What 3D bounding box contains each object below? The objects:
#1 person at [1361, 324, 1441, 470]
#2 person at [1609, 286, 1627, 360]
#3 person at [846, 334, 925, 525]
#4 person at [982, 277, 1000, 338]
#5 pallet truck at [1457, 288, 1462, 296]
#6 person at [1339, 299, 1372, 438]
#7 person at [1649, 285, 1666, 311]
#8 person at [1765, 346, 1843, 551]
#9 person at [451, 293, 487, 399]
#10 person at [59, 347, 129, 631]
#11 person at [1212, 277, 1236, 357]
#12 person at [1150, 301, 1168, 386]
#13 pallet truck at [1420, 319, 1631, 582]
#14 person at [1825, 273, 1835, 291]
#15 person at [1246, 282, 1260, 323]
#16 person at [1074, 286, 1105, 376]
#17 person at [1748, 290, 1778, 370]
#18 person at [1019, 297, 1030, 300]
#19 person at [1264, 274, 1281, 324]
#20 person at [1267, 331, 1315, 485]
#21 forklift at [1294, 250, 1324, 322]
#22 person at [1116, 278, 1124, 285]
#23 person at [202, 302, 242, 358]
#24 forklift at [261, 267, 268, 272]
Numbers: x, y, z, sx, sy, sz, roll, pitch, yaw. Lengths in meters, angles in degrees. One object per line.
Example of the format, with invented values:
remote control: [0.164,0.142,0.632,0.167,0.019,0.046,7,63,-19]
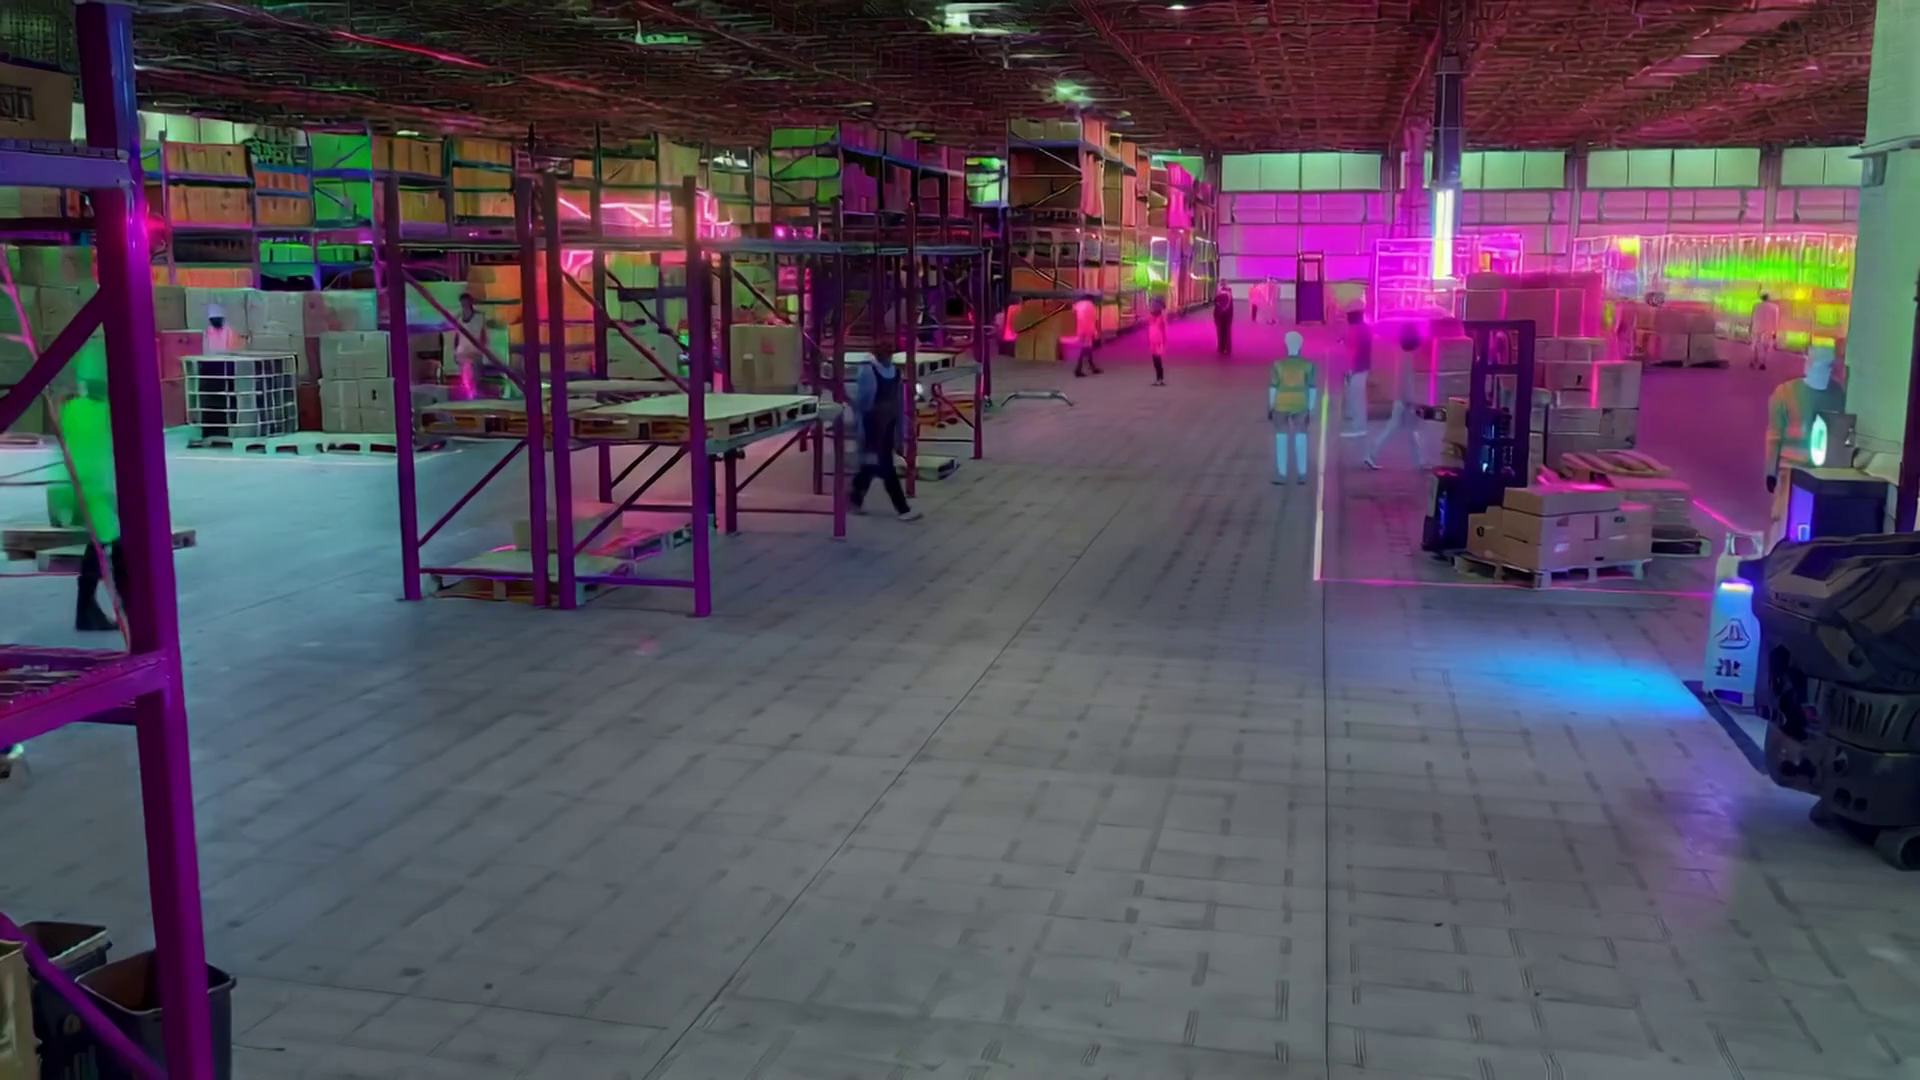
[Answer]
person: [5.168,-1.663,19.472,0.893,1.726,0.538,3,10,15]
person: [14.841,-4.790,37.571,0.414,1.858,0.524,2,10,14]
person: [-0.743,-1.054,15.727,1.018,1.790,0.541,7,12,37]
person: [0.982,-7.342,52.564,0.651,1.906,0.402,-5,11,-28]
pallet truck: [20.506,-9.785,68.819,0.653,1.274,1.630,2,10,12]
person: [5.503,-2.383,23.132,0.382,1.928,0.587,7,12,36]
person: [22.734,-7.502,54.261,0.548,1.640,0.884,2,10,12]
person: [6.249,-0.498,12.231,0.626,1.844,0.429,1,10,6]
person: [-8.042,-3.075,27.260,0.597,1.917,0.378,1,10,6]
person: [-5.562,-0.313,10.946,0.797,1.895,0.696,0,10,2]
person: [6.680,-5.696,42.416,0.535,2.000,0.686,9,13,43]
person: [3.875,-3.850,32.612,0.415,1.666,0.643,-2,10,-12]
pallet truck: [4.543,-0.757,13.299,0.823,1.965,1.885,-4,10,-22]
person: [36.874,-10.363,70.505,0.448,1.891,0.648,5,11,25]
person: [11.454,-9.282,64.986,0.520,1.591,0.858,6,11,31]
person: [2.777,-4.431,35.351,0.944,1.892,0.557,-5,11,-27]
person: [18.110,-4.741,37.518,0.626,1.778,0.933,3,10,18]
person: [2.161,-7.468,53.919,0.535,1.700,0.318,-5,11,-27]
person: [11.927,-9.208,63.518,0.630,1.940,0.372,-1,10,-7]
person: [3.626,-1.443,18.249,0.540,1.695,0.317,-2,10,-10]
forklift: [13.778,-10.002,65.433,1.129,2.768,1.873,2,10,12]
person: [8.191,-12.894,85.314,0.390,1.949,0.602,-6,11,-33]
person: [-10.443,-2.461,23.754,0.559,1.897,0.914,2,10,11]
forklift: [-24.670,-8.789,58.248,1.129,2.768,1.873,2,10,12]
